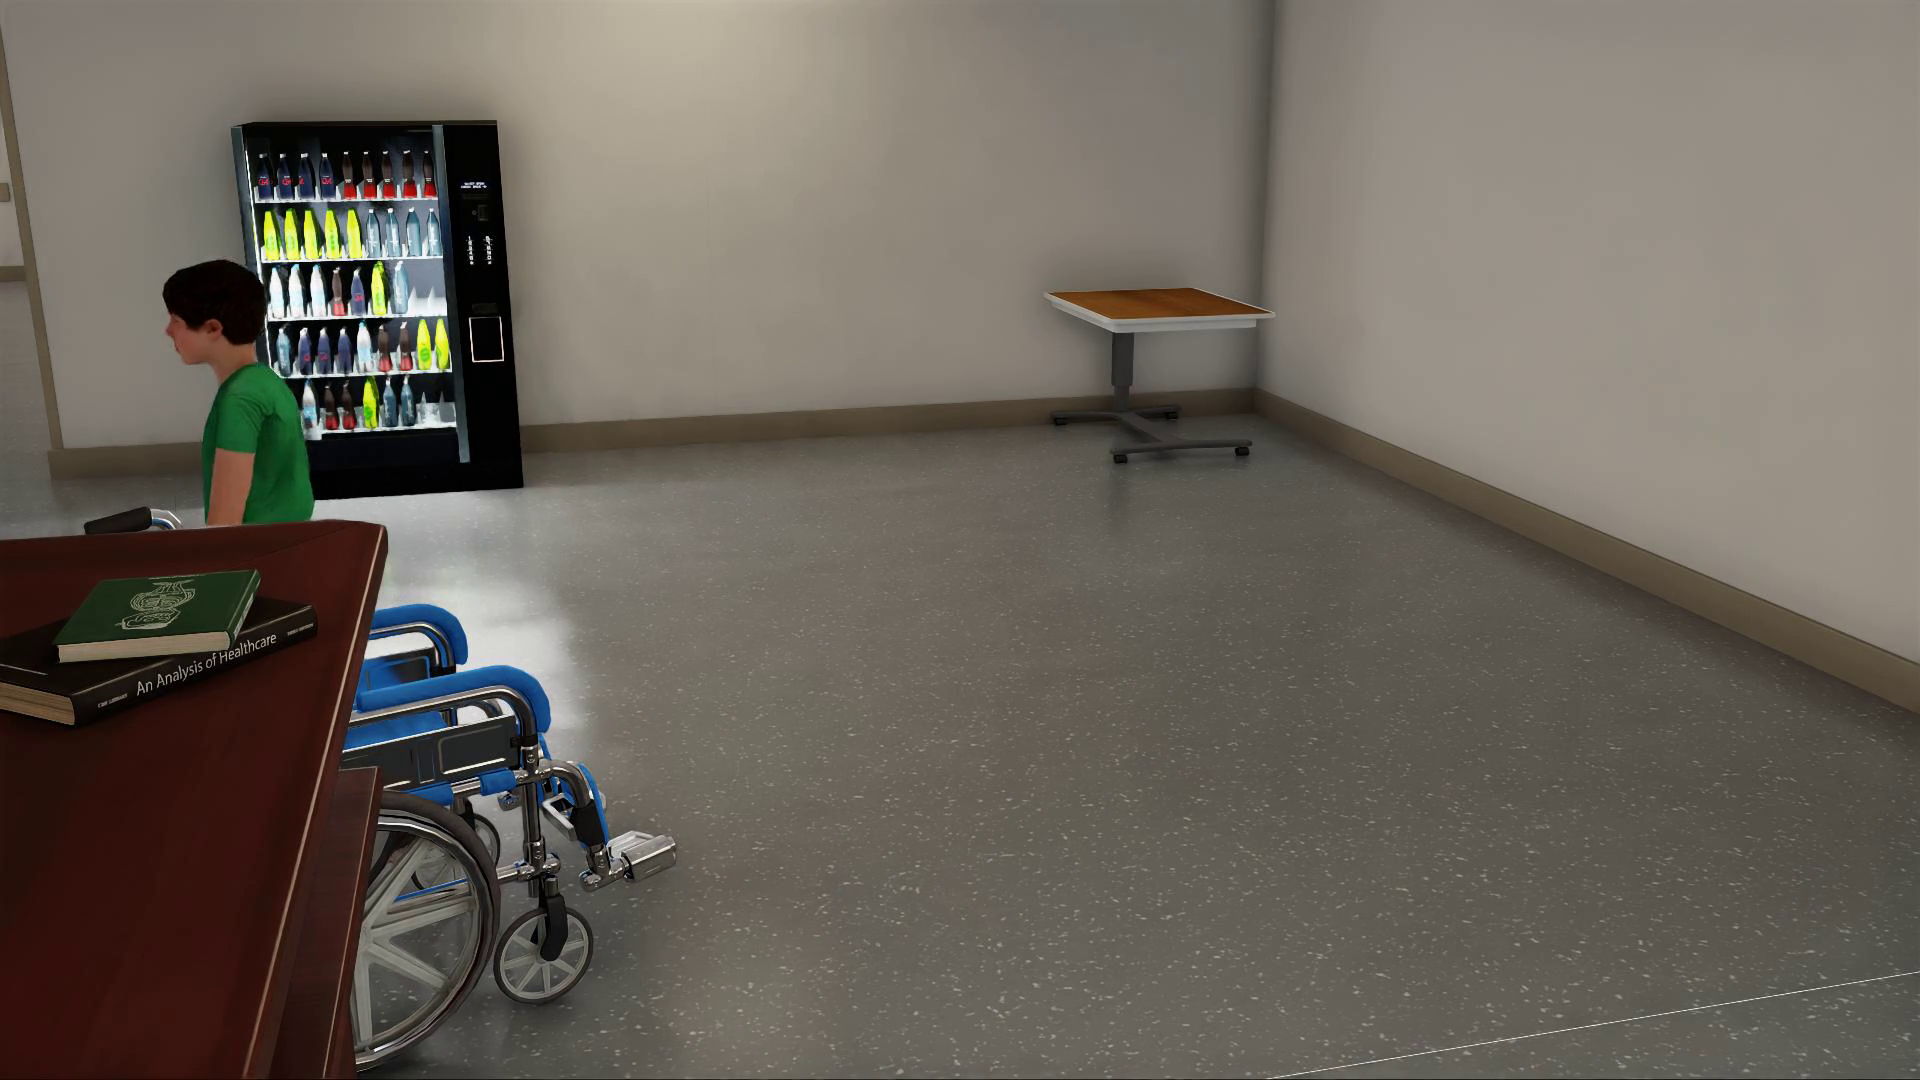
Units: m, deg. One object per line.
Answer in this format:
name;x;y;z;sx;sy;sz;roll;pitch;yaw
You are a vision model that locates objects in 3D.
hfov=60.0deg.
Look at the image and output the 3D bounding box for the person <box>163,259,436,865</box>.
person;-1.666;0.122;4.256;1.109;1.616;0.657;-6;17;-20
